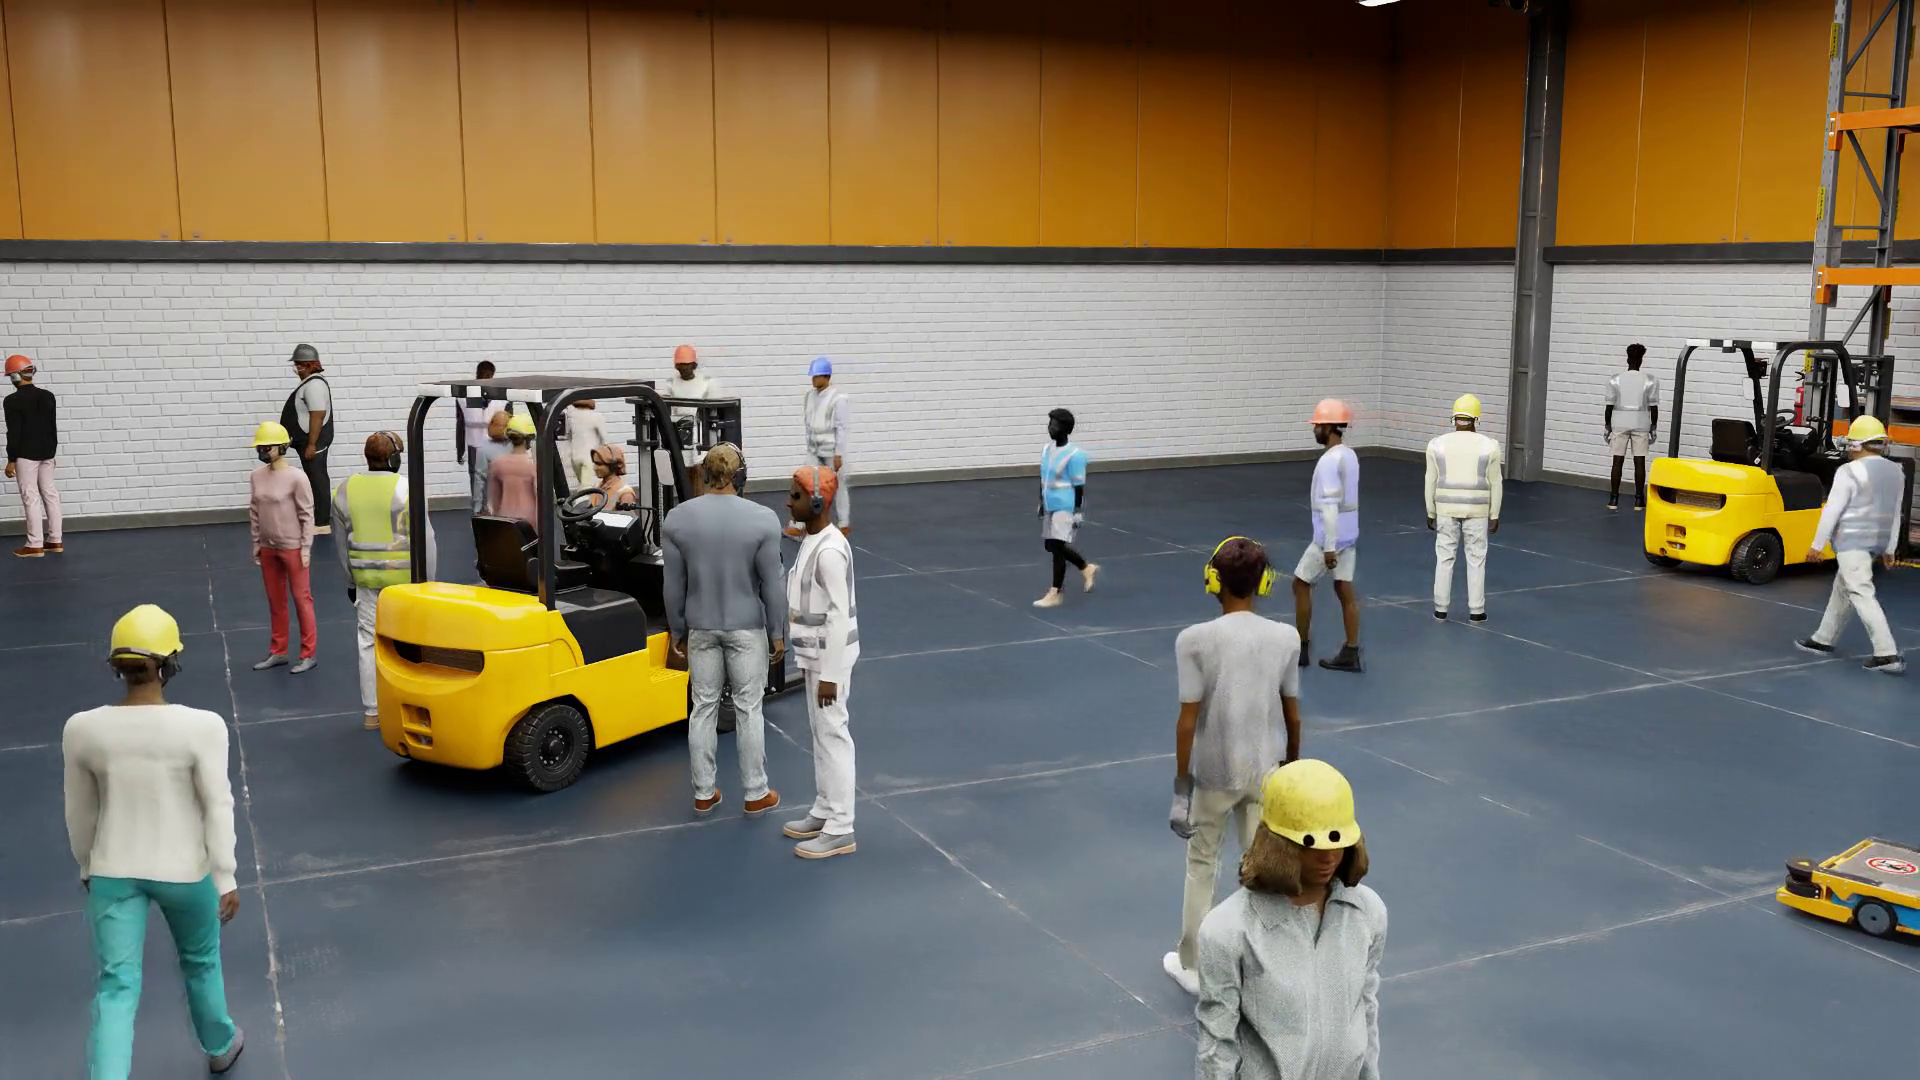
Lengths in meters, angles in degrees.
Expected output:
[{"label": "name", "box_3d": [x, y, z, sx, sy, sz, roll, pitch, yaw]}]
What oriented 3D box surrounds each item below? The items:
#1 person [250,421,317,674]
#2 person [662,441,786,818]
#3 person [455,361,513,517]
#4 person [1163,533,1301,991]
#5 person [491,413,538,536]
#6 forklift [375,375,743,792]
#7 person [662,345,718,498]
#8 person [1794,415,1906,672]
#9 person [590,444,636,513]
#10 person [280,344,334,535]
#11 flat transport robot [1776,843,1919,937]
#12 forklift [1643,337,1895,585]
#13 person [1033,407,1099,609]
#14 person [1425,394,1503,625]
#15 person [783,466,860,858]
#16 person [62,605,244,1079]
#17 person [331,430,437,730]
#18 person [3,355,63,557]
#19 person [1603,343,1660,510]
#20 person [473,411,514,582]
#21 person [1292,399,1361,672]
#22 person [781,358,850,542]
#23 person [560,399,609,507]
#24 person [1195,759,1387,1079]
[{"label": "person", "box_3d": [-4.733, 0.054, 11.598, 0.526, 1.768, 0.330, 4, 10, 23]}, {"label": "person", "box_3d": [-1.199, 0.463, 8.524, 0.633, 1.938, 0.356, 2, 9, 9]}, {"label": "person", "box_3d": [-5.023, -0.959, 17.591, 0.625, 1.863, 1.003, -3, 9, -15]}, {"label": "person", "box_3d": [1.024, 0.889, 6.218, 0.547, 1.838, 0.807, -2, 9, -11]}, {"label": "person", "box_3d": [-3.407, -0.111, 12.737, 0.548, 1.720, 0.892, 3, 10, 21]}, {"label": "forklift", "box_3d": [-2.268, 0.149, 9.685, 1.214, 2.155, 2.313, 6, 11, 32]}, {"label": "person", "box_3d": [-2.960, -1.121, 18.180, 0.670, 1.992, 0.996, 1, 9, 6]}, {"label": "person", "box_3d": [6.372, 0.016, 11.783, 0.597, 1.792, 0.921, -5, 10, -26]}, {"label": "person", "box_3d": [-2.367, 0.156, 11.390, 0.310, 1.633, 0.517, -7, 11, -37]}, {"label": "person", "box_3d": [-6.966, -1.075, 17.752, 0.535, 2.000, 0.674, -3, 10, -19]}, {"label": "flat transport robot", "box_3d": [4.290, 1.547, 6.959, 0.652, 0.197, 1.431, -8, 12, -42]}, {"label": "forklift", "box_3d": [7.551, -0.789, 15.507, 2.313, 2.155, 1.214, -4, 10, -25]}, {"label": "person", "box_3d": [0.900, -0.280, 13.919, 0.646, 1.680, 0.540, -5, 10, -29]}, {"label": "person", "box_3d": [3.995, -0.239, 13.208, 0.590, 1.833, 0.404, 4, 10, 22]}, {"label": "person", "box_3d": [-0.666, 0.579, 7.984, 0.362, 1.883, 0.575, -2, 9, -12]}, {"label": "person", "box_3d": [-2.640, 1.070, 5.437, 0.555, 1.719, 0.913, -1, 9, -7]}, {"label": "person", "box_3d": [-3.469, 0.252, 10.141, 0.625, 1.844, 0.429, 1, 9, 9]}, {"label": "person", "box_3d": [-9.150, -0.825, 16.375, 0.390, 1.986, 0.609, 2, 9, 13]}, {"label": "person", "box_3d": [7.888, -1.328, 19.557, 0.608, 1.965, 0.365, 4, 10, 23]}, {"label": "person", "box_3d": [-3.982, -0.342, 14.622, 0.882, 1.575, 0.520, 6, 11, 34]}, {"label": "person", "box_3d": [2.518, -0.037, 11.711, 0.798, 1.905, 0.562, 6, 11, 35]}, {"label": "person", "box_3d": [-1.469, -0.910, 17.128, 0.642, 1.903, 0.971, 7, 12, 38]}, {"label": "person", "box_3d": [-3.998, -0.836, 17.677, 0.487, 1.587, 0.829, 3, 10, 20]}, {"label": "person", "box_3d": [0.754, 1.332, 3.741, 0.492, 1.742, 0.320, -4, 10, -23]}]
